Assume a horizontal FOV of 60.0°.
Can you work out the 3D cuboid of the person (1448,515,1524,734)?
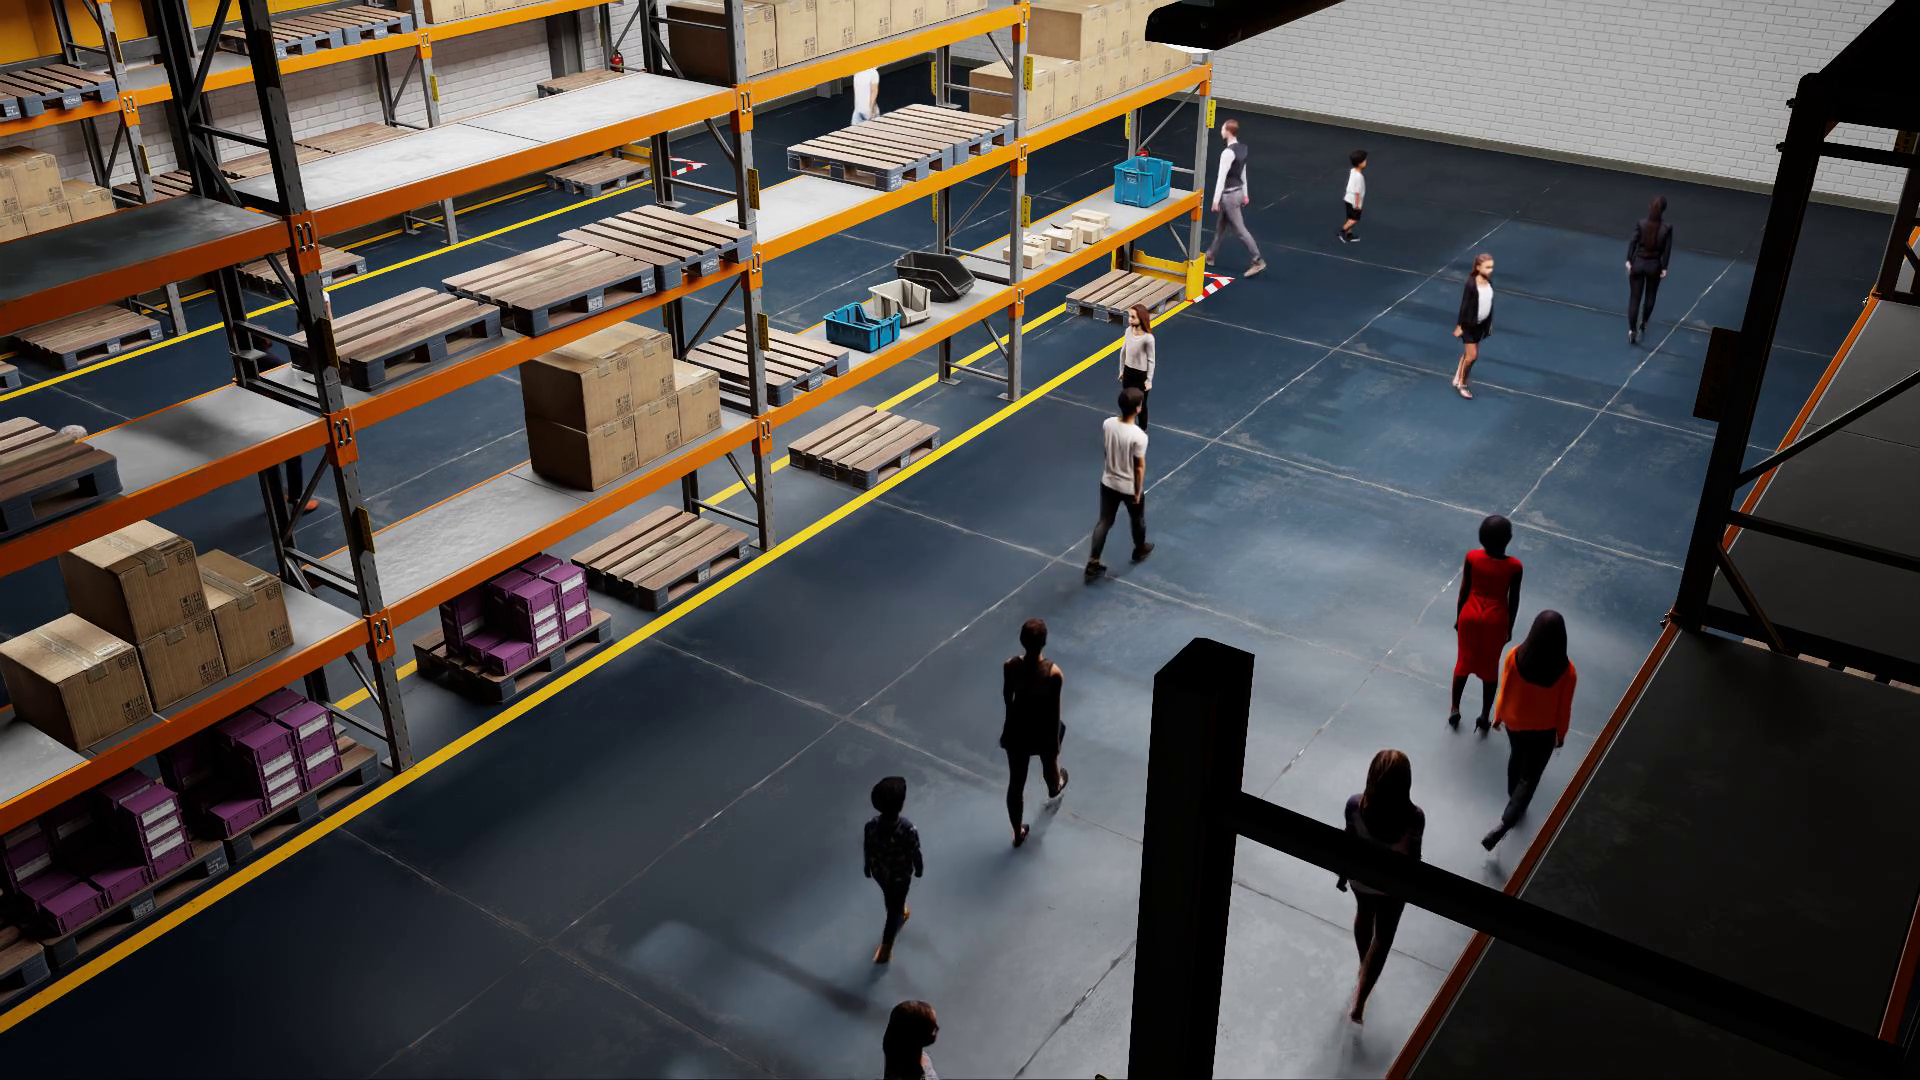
[{"bbox_3d":[3.792,0.615,12.046,0.590,1.743,0.543,13,31,23],"label":"person"}]

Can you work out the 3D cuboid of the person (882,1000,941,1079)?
[{"bbox_3d":[-0.347,2.890,7.883,1.247,1.734,1.077,-9,30,-16],"label":"person"}]

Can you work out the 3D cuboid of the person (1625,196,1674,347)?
[{"bbox_3d":[7.729,-3.011,18.747,0.685,1.690,0.834,11,31,20],"label":"person"}]

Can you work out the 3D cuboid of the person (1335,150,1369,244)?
[{"bbox_3d":[5.155,-4.524,21.981,0.723,1.250,0.662,-5,29,-10],"label":"person"}]

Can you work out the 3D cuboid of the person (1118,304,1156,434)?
[{"bbox_3d":[1.751,-1.631,16.433,0.530,1.484,0.584,-25,37,-37],"label":"person"}]

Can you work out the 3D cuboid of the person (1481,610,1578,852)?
[{"bbox_3d":[3.699,1.275,10.860,0.679,1.719,1.092,21,35,33],"label":"person"}]

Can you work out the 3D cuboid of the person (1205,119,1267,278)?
[{"bbox_3d":[3.495,-4.265,20.820,0.810,1.907,1.198,15,32,25],"label":"person"}]

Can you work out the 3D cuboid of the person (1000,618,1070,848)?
[{"bbox_3d":[0.437,1.295,10.903,0.758,1.643,1.068,10,30,17],"label":"person"}]

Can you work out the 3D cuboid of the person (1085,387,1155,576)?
[{"bbox_3d":[1.314,-0.466,14.087,0.697,1.686,1.090,23,36,36],"label":"person"}]

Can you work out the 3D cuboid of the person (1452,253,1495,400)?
[{"bbox_3d":[5.381,-2.309,17.613,0.695,1.544,0.751,-14,32,-24],"label":"person"}]

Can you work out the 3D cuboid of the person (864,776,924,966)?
[{"bbox_3d":[-0.431,2.007,10.027,0.628,1.232,0.874,10,30,18],"label":"person"}]

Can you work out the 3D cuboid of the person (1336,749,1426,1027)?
[{"bbox_3d":[2.382,2.006,9.535,0.678,1.704,1.055,15,32,26],"label":"person"}]

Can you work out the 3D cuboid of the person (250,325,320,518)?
[{"bbox_3d":[-6.214,-1.085,15.087,0.743,1.815,0.674,11,30,19],"label":"person"}]
